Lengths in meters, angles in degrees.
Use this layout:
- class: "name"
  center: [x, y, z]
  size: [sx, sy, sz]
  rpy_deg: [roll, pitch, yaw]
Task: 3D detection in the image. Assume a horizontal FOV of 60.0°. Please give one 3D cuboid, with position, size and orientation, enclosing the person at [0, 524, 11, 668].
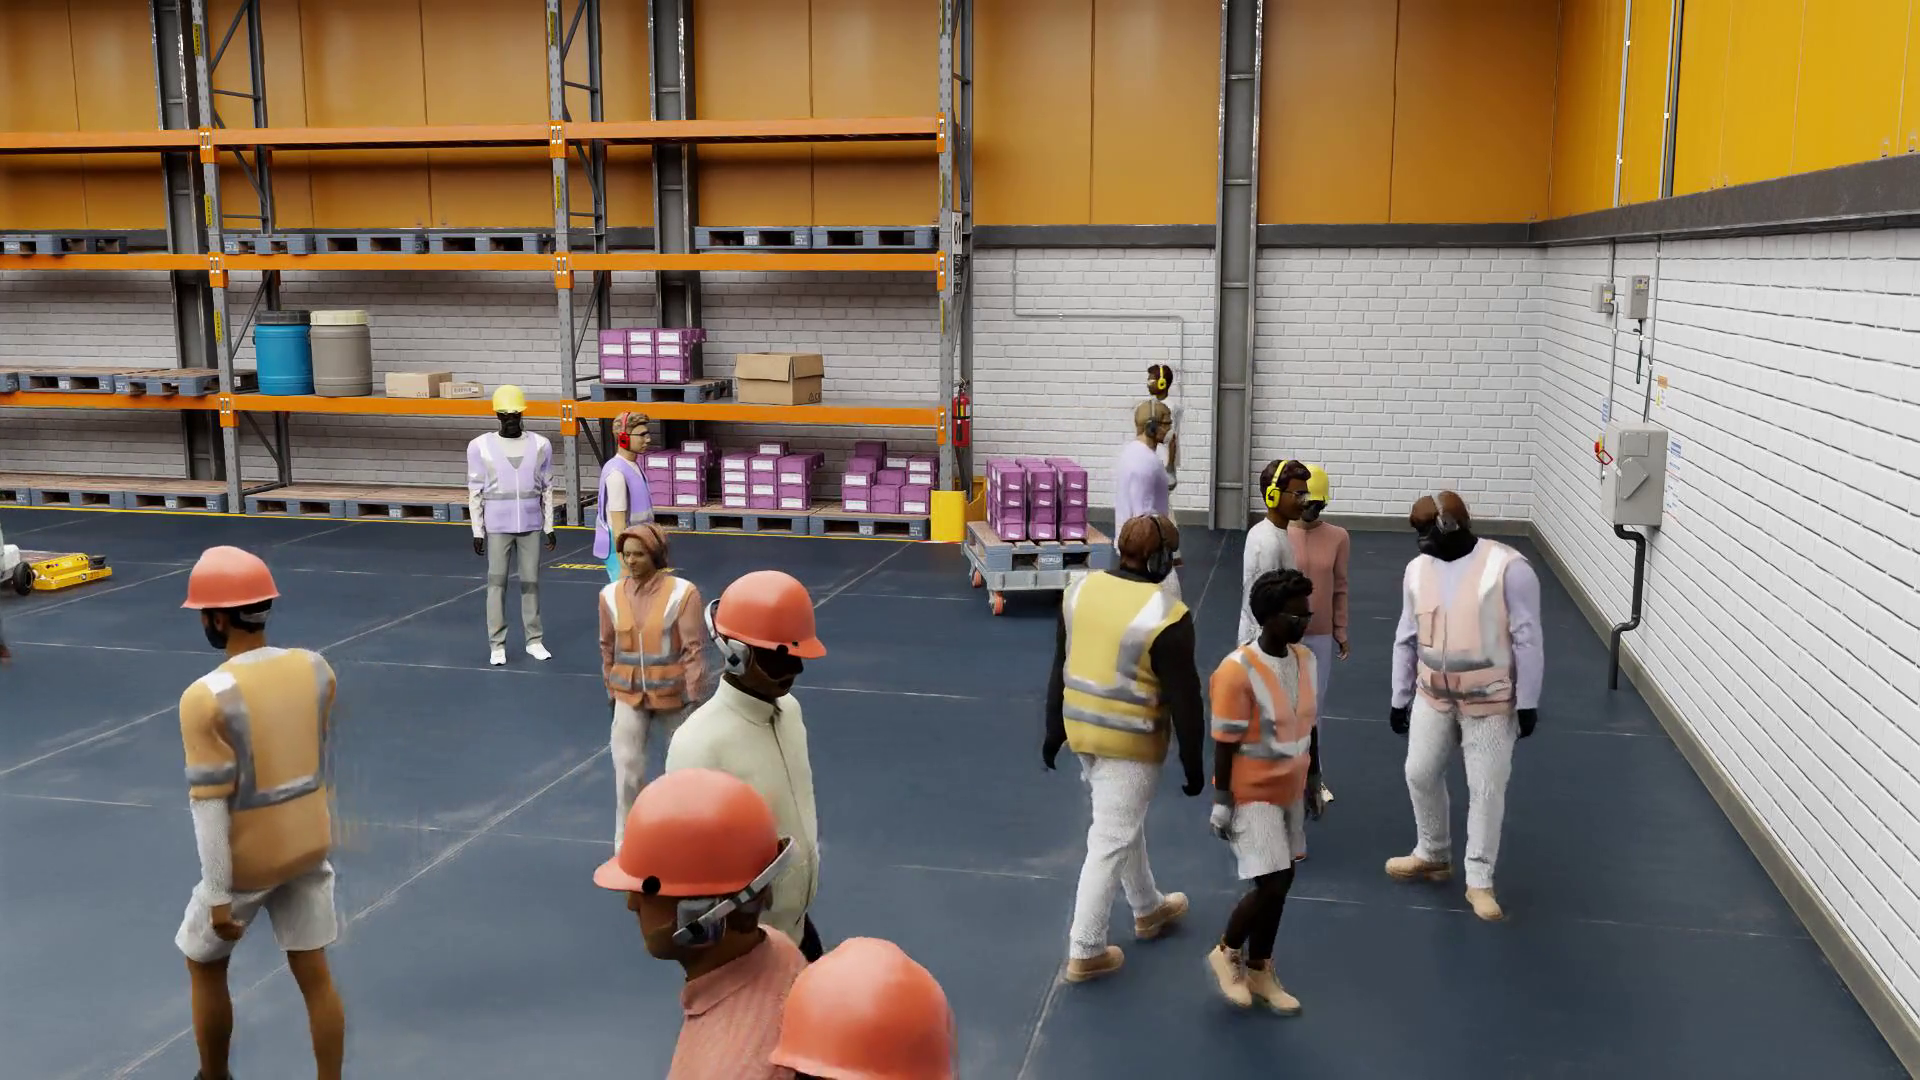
- class: "person"
  center: [-6.567, 0.138, 10.931]
  size: [0.514, 1.623, 0.502]
  rpy_deg: [-4, 11, -24]

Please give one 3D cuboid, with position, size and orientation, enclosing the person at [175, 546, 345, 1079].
- class: "person"
  center: [-2.255, 0.960, 5.224]
  size: [0.786, 1.911, 0.550]
  rpy_deg: [6, 11, 30]

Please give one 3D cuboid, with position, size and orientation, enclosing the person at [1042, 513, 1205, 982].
- class: "person"
  center: [0.721, 0.788, 6.548]
  size: [0.875, 1.801, 0.648]
  rpy_deg: [-8, 12, -38]

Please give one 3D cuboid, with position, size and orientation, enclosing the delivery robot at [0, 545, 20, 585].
- class: "delivery robot"
  center: [-7.908, 0.197, 13.456]
  size: [0.477, 0.478, 0.707]
  rpy_deg: [-2, 10, -10]

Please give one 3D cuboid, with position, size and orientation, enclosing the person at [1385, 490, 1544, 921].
- class: "person"
  center: [2.149, 0.693, 7.134]
  size: [0.700, 1.807, 0.432]
  rpy_deg: [9, 13, 44]

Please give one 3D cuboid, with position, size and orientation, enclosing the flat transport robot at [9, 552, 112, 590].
- class: "flat transport robot"
  center: [-8.143, 0.241, 14.312]
  size: [1.431, 0.197, 0.652]
  rpy_deg: [2, 10, 14]

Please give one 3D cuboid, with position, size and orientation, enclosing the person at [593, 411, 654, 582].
- class: "person"
  center: [-2.092, 0.115, 10.401]
  size: [0.381, 1.844, 0.566]
  rpy_deg: [-1, 10, -3]

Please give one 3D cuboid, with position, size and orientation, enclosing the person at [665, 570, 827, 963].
- class: "person"
  center: [-0.533, 1.057, 4.407]
  size: [0.392, 1.986, 0.609]
  rpy_deg: [3, 10, 18]

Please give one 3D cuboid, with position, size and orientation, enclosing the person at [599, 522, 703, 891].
- class: "person"
  center: [-1.384, 0.703, 7.597]
  size: [0.510, 1.610, 0.794]
  rpy_deg: [1, 10, 9]

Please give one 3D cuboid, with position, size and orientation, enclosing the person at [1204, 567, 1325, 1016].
- class: "person"
  center: [1.129, 0.924, 6.047]
  size: [0.547, 1.683, 0.371]
  rpy_deg: [-9, 13, -42]

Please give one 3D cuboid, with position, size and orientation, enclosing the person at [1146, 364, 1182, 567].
- class: "person"
  center: [1.785, -0.648, 14.921]
  size: [0.525, 1.852, 0.529]
  rpy_deg: [1, 10, 6]

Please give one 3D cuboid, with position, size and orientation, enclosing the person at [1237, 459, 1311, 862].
- class: "person"
  center: [1.464, 0.550, 7.777]
  size: [0.333, 1.864, 0.520]
  rpy_deg: [1, 10, 7]

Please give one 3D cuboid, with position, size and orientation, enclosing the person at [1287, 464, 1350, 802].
- class: "person"
  center: [1.739, 0.483, 8.484]
  size: [0.523, 1.760, 0.325]
  rpy_deg: [-2, 10, -11]

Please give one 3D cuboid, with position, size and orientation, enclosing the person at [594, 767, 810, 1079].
- class: "person"
  center: [-0.462, 1.334, 2.879]
  size: [1.012, 1.945, 0.634]
  rpy_deg: [0, 10, 2]

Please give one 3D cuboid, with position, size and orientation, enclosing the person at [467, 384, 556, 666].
- class: "person"
  center: [-3.077, -0.108, 11.471]
  size: [0.590, 1.930, 0.358]
  rpy_deg: [-6, 11, -30]

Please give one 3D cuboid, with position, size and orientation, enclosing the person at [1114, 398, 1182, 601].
- class: "person"
  center: [1.170, 0.089, 10.289]
  size: [0.432, 1.928, 0.639]
  rpy_deg: [0, 10, -1]

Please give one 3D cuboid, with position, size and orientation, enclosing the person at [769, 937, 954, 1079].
- class: "person"
  center: [-0.062, 1.480, 2.175]
  size: [0.581, 1.890, 0.559]
  rpy_deg: [7, 12, 36]
